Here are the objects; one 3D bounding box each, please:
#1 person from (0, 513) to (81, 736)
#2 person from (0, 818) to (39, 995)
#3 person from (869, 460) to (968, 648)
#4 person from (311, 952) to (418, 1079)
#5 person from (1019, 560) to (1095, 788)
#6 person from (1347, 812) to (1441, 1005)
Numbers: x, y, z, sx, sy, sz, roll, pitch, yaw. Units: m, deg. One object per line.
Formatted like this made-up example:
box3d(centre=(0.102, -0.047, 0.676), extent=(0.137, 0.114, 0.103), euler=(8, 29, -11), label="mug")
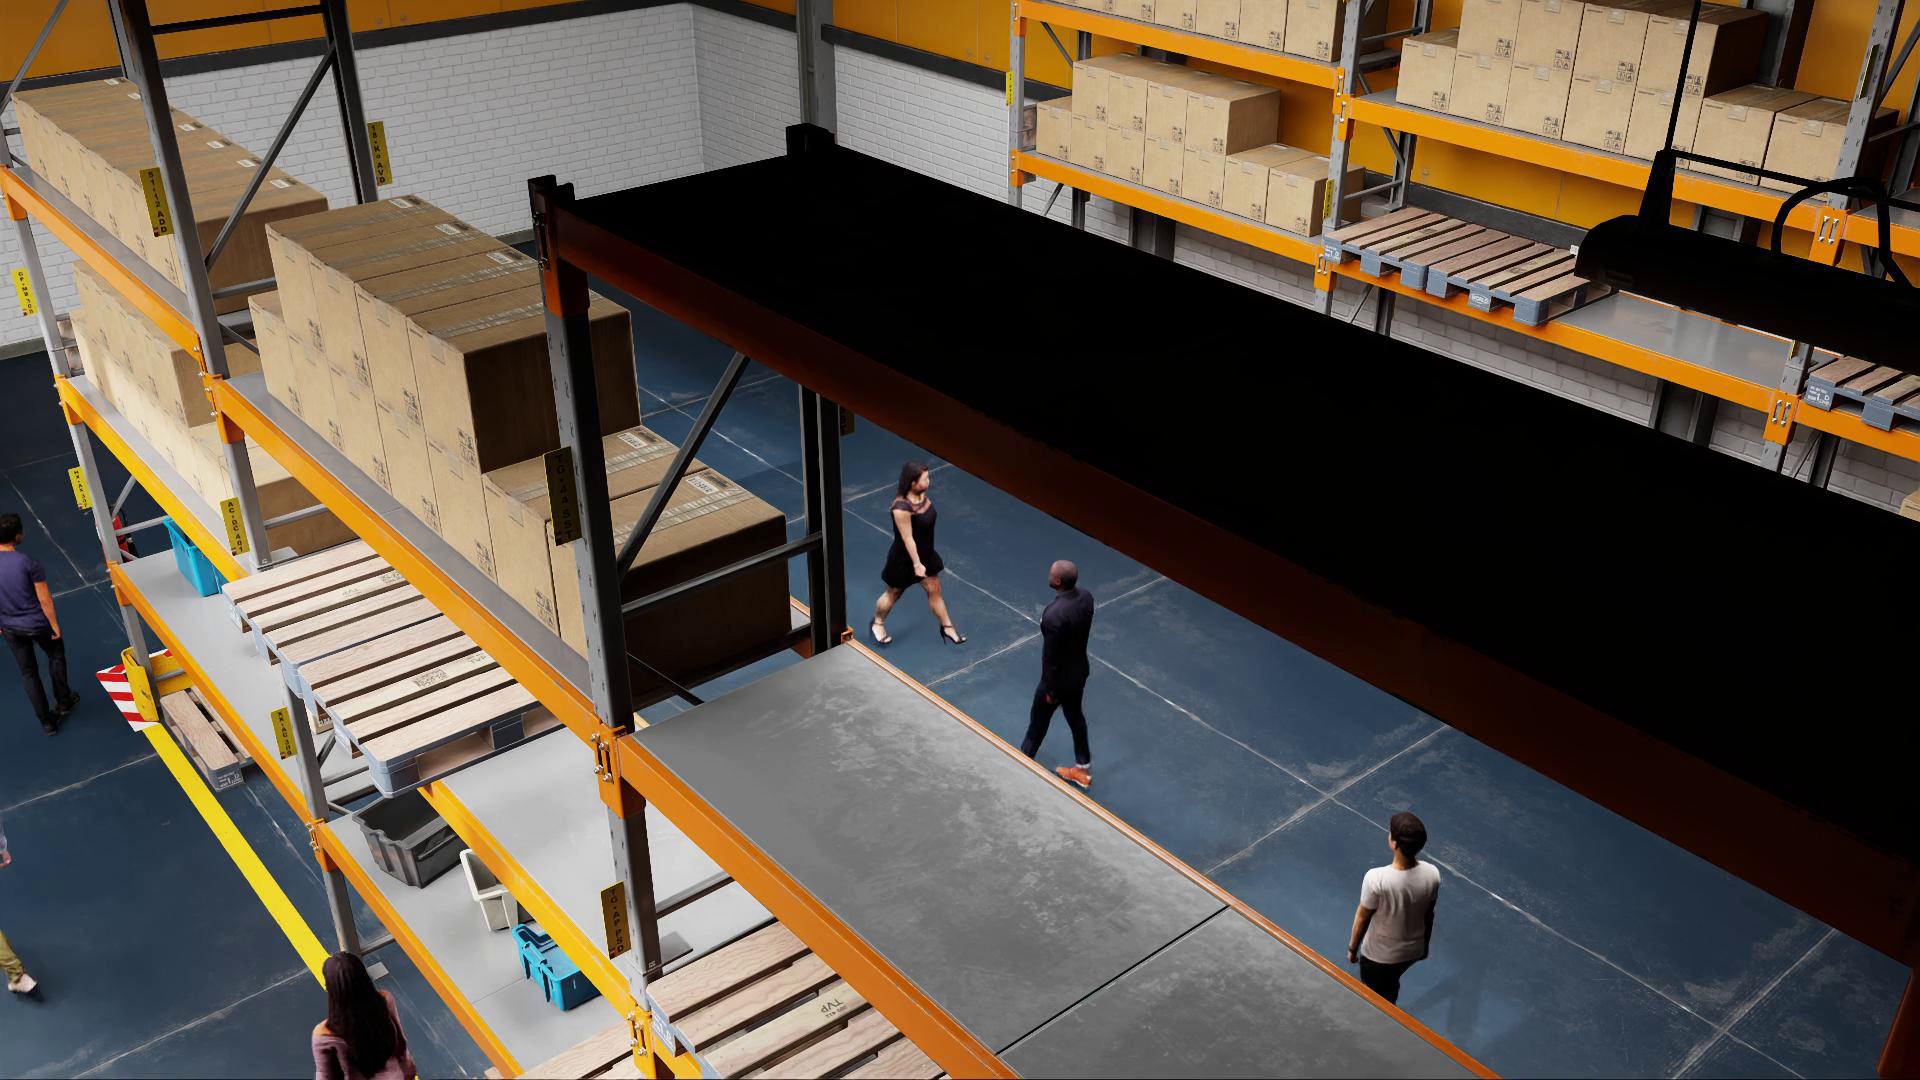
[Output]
box3d(centre=(-6.965, 0.684, 12.342), extent=(0.807, 1.759, 0.854), euler=(-6, 29, -11), label="person")
box3d(centre=(-5.943, 1.970, 9.972), extent=(1.255, 1.770, 0.902), euler=(19, 34, 30), label="person")
box3d(centre=(-0.486, 0.159, 13.400), extent=(1.157, 1.667, 0.974), euler=(10, 30, 18), label="person")
box3d(centre=(-2.883, 2.857, 8.343), extent=(1.170, 1.773, 0.776), euler=(21, 35, 33), label="person")
box3d(centre=(0.796, 0.983, 11.756), extent=(1.065, 1.794, 0.873), euler=(18, 34, 30), label="person")
box3d(centre=(2.471, 2.333, 9.381), extent=(0.913, 1.699, 1.131), euler=(-8, 30, -14), label="person")
